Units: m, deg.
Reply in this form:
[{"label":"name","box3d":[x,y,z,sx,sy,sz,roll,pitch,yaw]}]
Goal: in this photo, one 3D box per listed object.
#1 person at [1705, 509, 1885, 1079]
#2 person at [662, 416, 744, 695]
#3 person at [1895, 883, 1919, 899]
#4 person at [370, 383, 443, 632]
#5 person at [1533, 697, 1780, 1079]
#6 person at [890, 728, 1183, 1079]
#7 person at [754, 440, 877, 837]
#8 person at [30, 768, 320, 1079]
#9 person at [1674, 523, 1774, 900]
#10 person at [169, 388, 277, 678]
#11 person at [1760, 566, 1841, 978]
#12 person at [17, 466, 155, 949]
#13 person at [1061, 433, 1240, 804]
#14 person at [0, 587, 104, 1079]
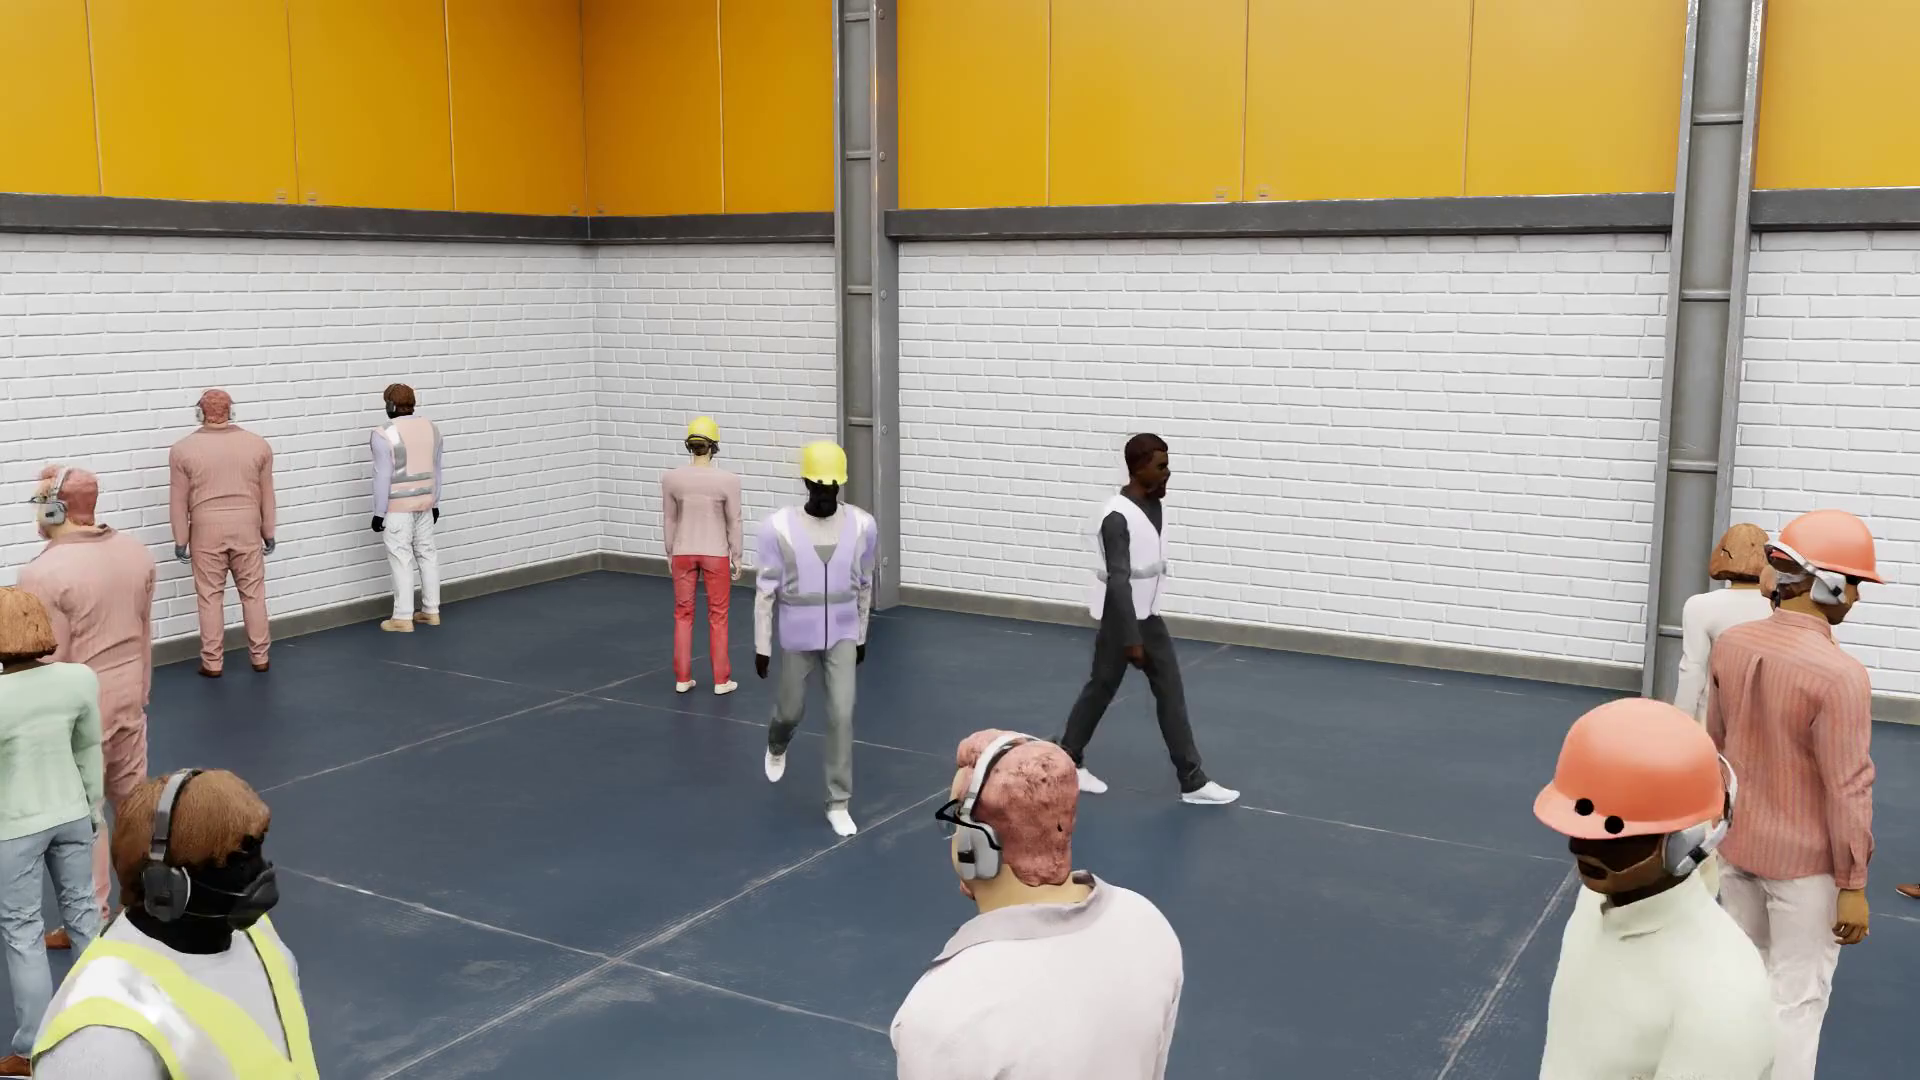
[{"label":"person","box3d":[2.394,0.898,4.788,0.393,1.985,0.611,-2,9,-12]},{"label":"person","box3d":[-1.613,0.100,10.485,0.518,1.756,0.345,1,9,6]},{"label":"person","box3d":[4.229,0.726,6.989,0.517,1.630,0.291,-6,11,-34]},{"label":"person","box3d":[-4.123,-0.242,12.354,0.429,1.842,0.635,5,10,28]},{"label":"person","box3d":[1.132,1.225,2.835,0.685,1.965,0.640,0,9,-2]},{"label":"person","box3d":[0.092,1.253,2.821,0.405,1.904,0.652,8,12,39]},{"label":"person","box3d":[-0.726,0.424,8.094,0.597,1.890,0.846,-3,10,-18]},{"label":"person","box3d":[-1.280,1.283,2.859,0.430,1.835,0.643,-1,9,-4]},{"label":"person","box3d":[3.188,0.742,6.853,0.508,1.632,0.265,0,9,-2]},{"label":"person","box3d":[-4.842,-0.047,10.959,0.651,1.902,0.400,-6,11,-34]},{"label":"person","box3d":[2.970,0.886,5.949,0.314,1.636,0.515,8,12,42]},{"label":"person","box3d":[-3.440,0.669,6.556,0.444,1.924,0.663,2,9,11]},{"label":"person","box3d":[0.888,0.394,8.304,0.999,1.865,0.610,5,11,31]},{"label":"person","box3d":[-3.059,0.961,5.492,0.285,1.633,0.497,5,10,27]}]
